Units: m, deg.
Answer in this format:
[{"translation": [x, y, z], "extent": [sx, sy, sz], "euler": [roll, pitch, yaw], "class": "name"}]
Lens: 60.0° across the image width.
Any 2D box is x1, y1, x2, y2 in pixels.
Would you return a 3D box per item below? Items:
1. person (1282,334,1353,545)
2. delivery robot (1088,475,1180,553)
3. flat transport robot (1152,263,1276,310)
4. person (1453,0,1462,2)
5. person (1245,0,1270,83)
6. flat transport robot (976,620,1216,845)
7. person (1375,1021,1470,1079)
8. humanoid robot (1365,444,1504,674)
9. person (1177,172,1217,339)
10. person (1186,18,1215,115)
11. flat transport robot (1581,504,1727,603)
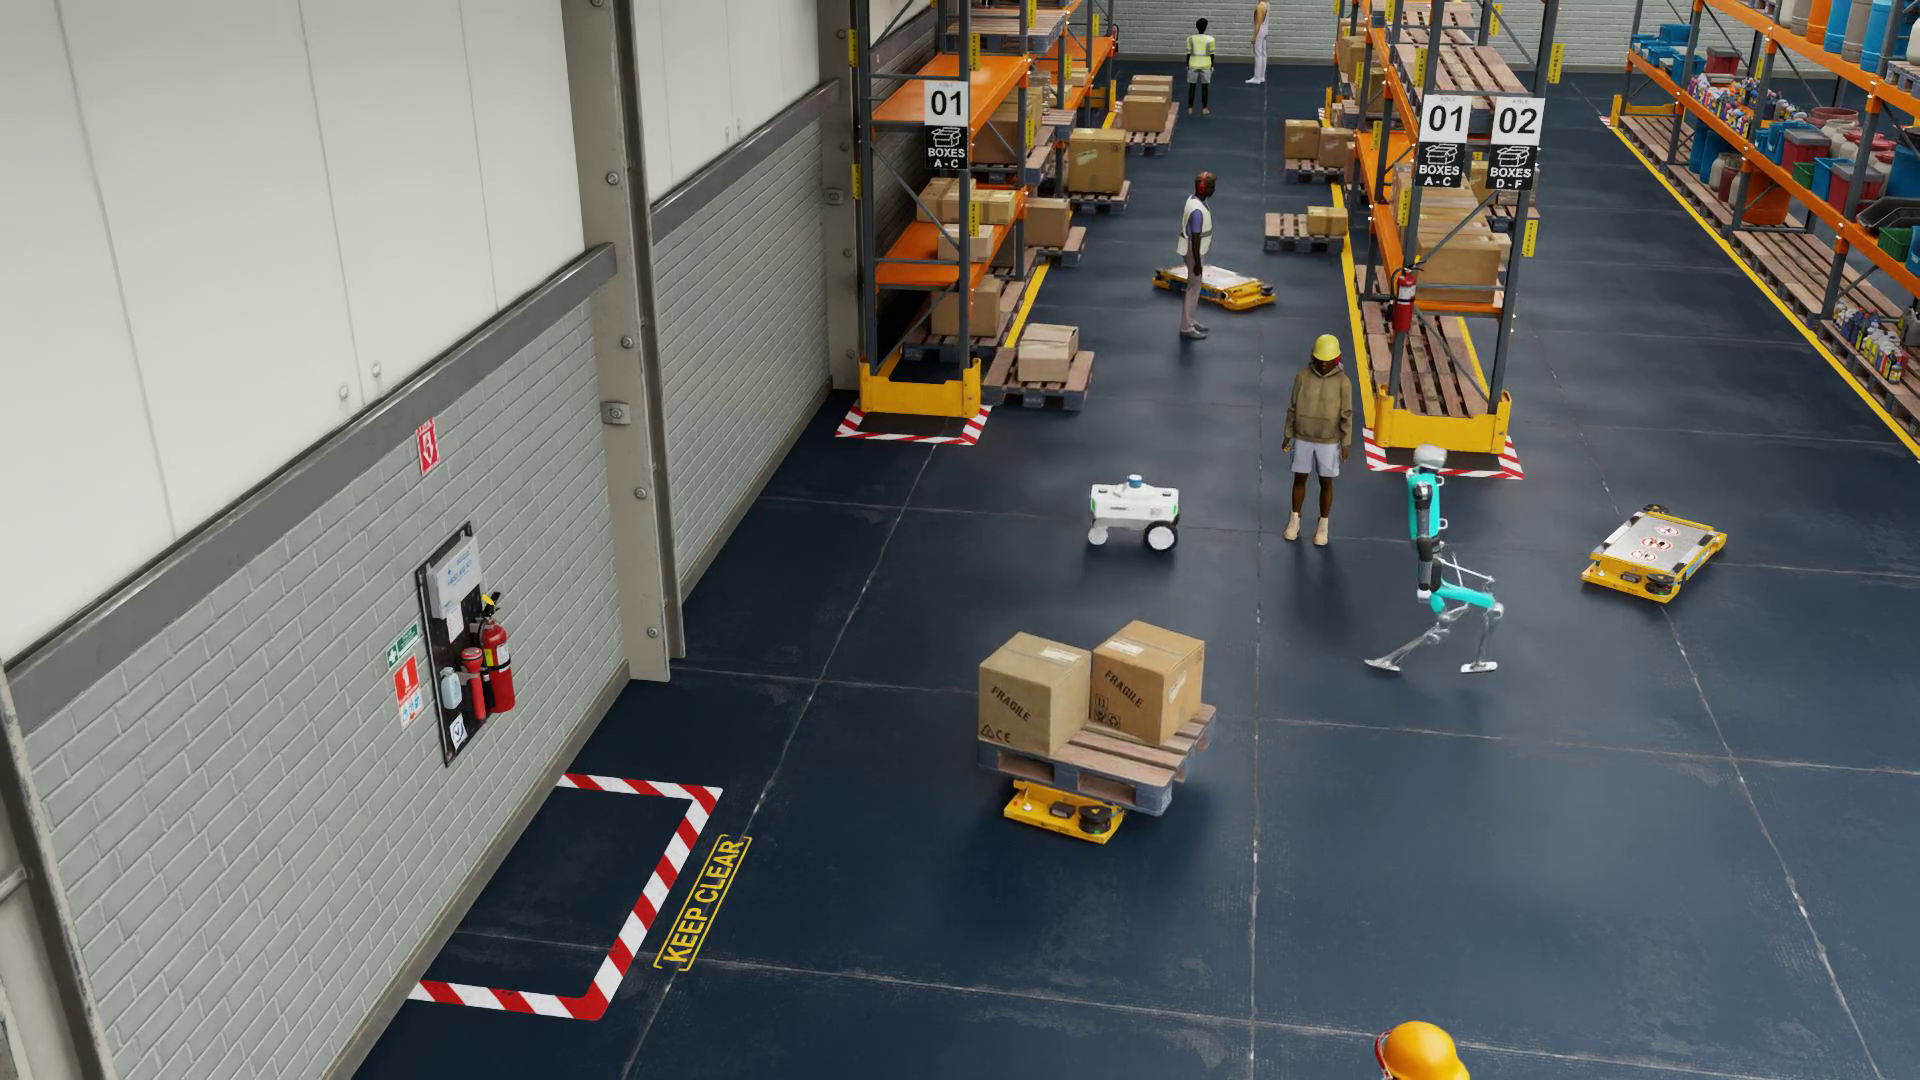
[{"translation": [2.874, -0.824, 13.365], "extent": [0.542, 1.757, 0.414], "euler": [11, 27, 21], "class": "person"}, {"translation": [1.440, -0.227, 13.528], "extent": [0.811, 0.614, 0.499], "euler": [3, 25, 7], "class": "delivery robot"}, {"translation": [3.022, -3.042, 19.868], "extent": [0.659, 0.231, 1.431], "euler": [-18, 31, -34], "class": "flat transport robot"}, {"translation": [9.383, -9.385, 31.675], "extent": [0.532, 1.766, 0.324], "euler": [14, 29, 28], "class": "person"}, {"translation": [5.885, -9.983, 32.841], "extent": [0.373, 1.864, 0.516], "euler": [15, 29, 29], "class": "person"}, {"translation": [0.867, 1.388, 10.387], "extent": [0.659, 0.231, 1.431], "euler": [12, 28, 24], "class": "flat transport robot"}, {"translation": [1.568, 2.515, 6.069], "extent": [0.380, 1.890, 0.562], "euler": [17, 30, 32], "class": "person"}, {"translation": [3.363, 0.219, 11.240], "extent": [1.070, 1.760, 0.533], "euler": [6, 26, 13], "class": "humanoid robot"}, {"translation": [2.574, -3.113, 18.180], "extent": [0.414, 1.831, 0.571], "euler": [3, 25, 7], "class": "person"}, {"translation": [4.301, -8.481, 29.822], "extent": [0.534, 1.696, 0.318], "euler": [6, 26, 12], "class": "person"}, {"translation": [5.507, 0.098, 13.149], "extent": [0.659, 0.231, 1.431], "euler": [19, 31, 35], "class": "flat transport robot"}]
